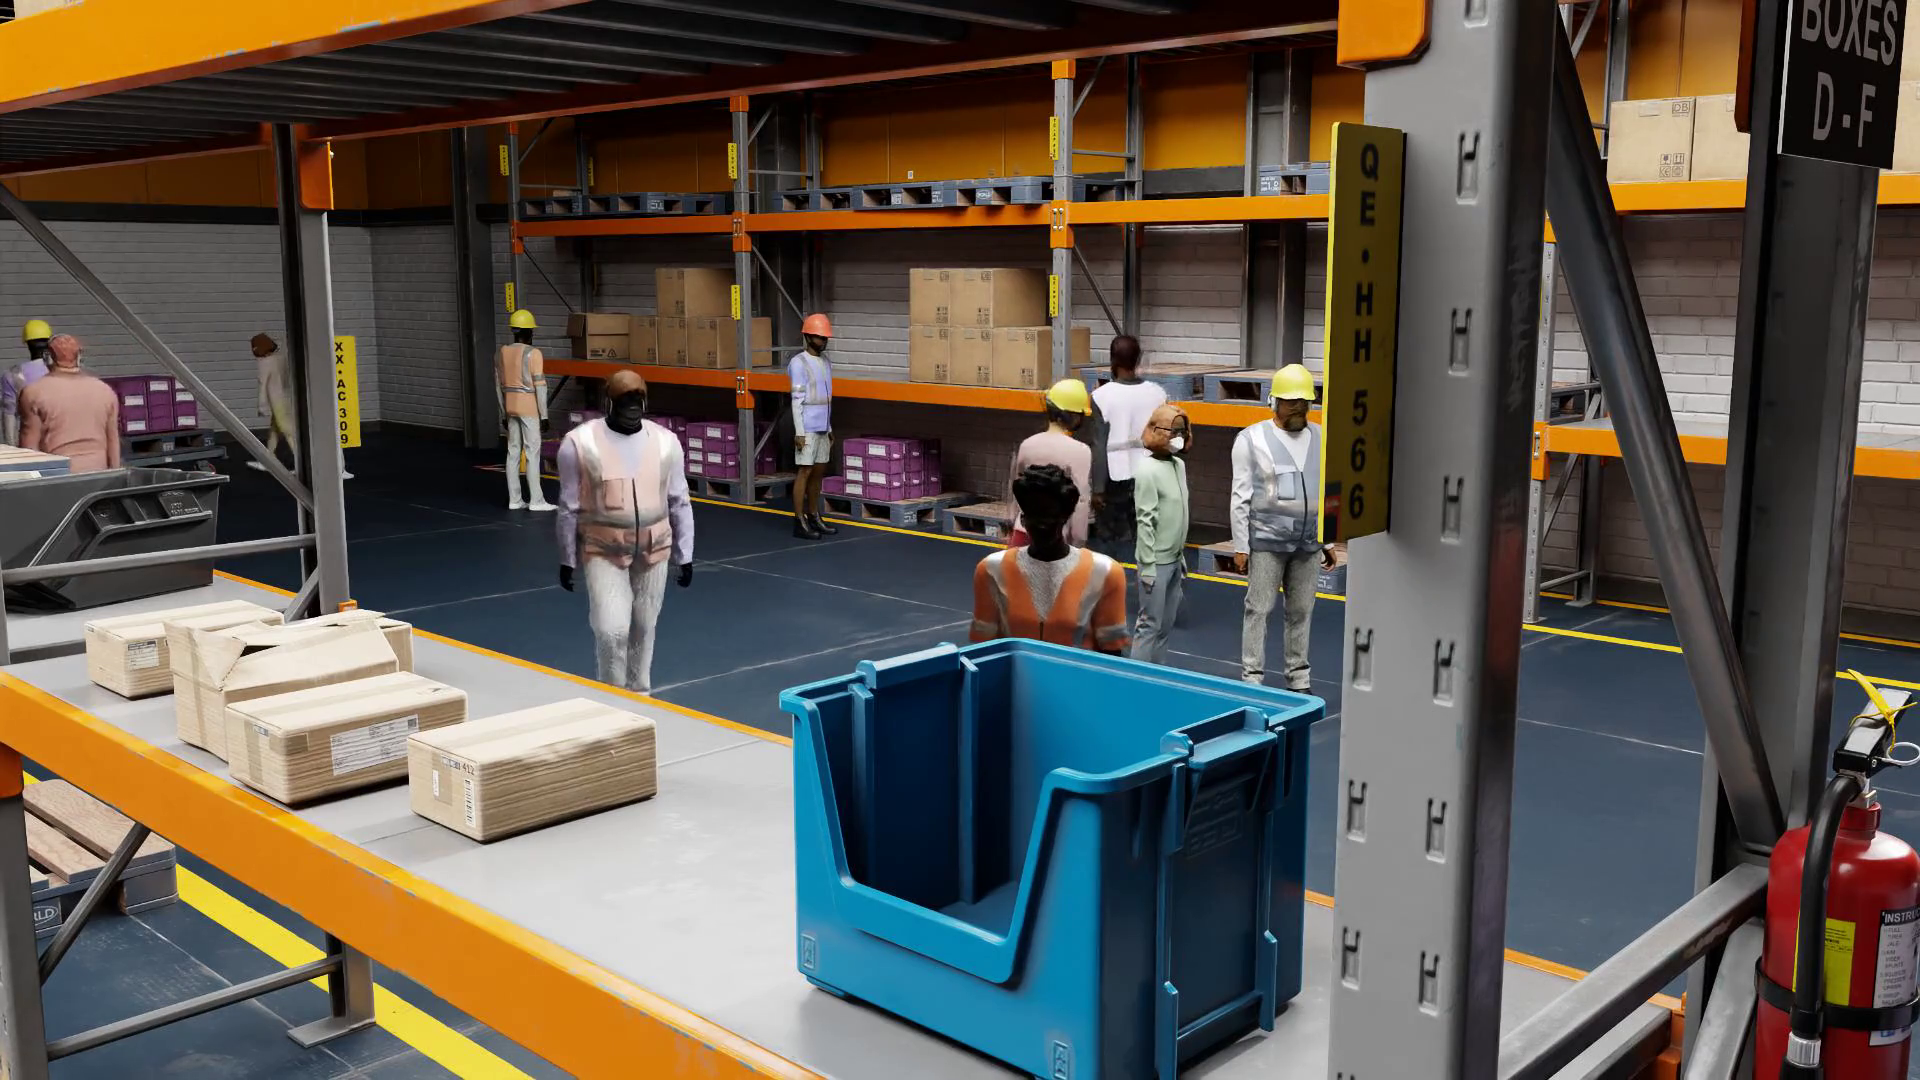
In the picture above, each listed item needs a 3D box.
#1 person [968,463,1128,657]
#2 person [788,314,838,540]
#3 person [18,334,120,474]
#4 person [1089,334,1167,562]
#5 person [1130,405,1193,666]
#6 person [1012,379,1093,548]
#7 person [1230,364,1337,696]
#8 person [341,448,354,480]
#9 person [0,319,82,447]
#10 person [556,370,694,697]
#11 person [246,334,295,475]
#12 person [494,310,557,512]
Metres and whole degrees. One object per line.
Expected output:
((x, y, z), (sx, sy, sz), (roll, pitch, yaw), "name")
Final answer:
((0.282, 0.582, 5.518), (0.535, 1.687, 0.335), (2, 9, 12), "person")
((-1.237, -0.976, 14.320), (0.376, 1.932, 0.551), (5, 10, 26), "person")
((-5.882, -0.417, 11.031), (0.473, 1.889, 0.665), (6, 11, 33), "person")
((1.137, -0.407, 10.988), (0.601, 1.892, 0.855), (-5, 10, -27), "person")
((1.039, 0.122, 8.508), (0.269, 1.632, 0.508), (5, 10, 27), "person")
((0.401, -0.007, 9.044), (0.726, 1.722, 0.626), (-8, 12, -40), "person")
((1.699, 0.000, 8.657), (0.603, 1.828, 0.404), (-3, 10, -16), "person")
((-6.960, -1.579, 18.232), (0.528, 1.865, 0.313), (0, 9, 2), "person")
((-7.214, -0.780, 13.153), (0.612, 1.920, 0.408), (-7, 12, -37), "person")
((-1.608, 0.088, 8.126), (0.660, 1.825, 0.537), (-5, 11, -29), "person")
((-7.733, -1.514, 18.664), (0.838, 1.580, 0.549), (1, 9, 4), "person")
((-4.161, -1.228, 15.886), (0.585, 1.928, 0.368), (5, 10, 27), "person")
